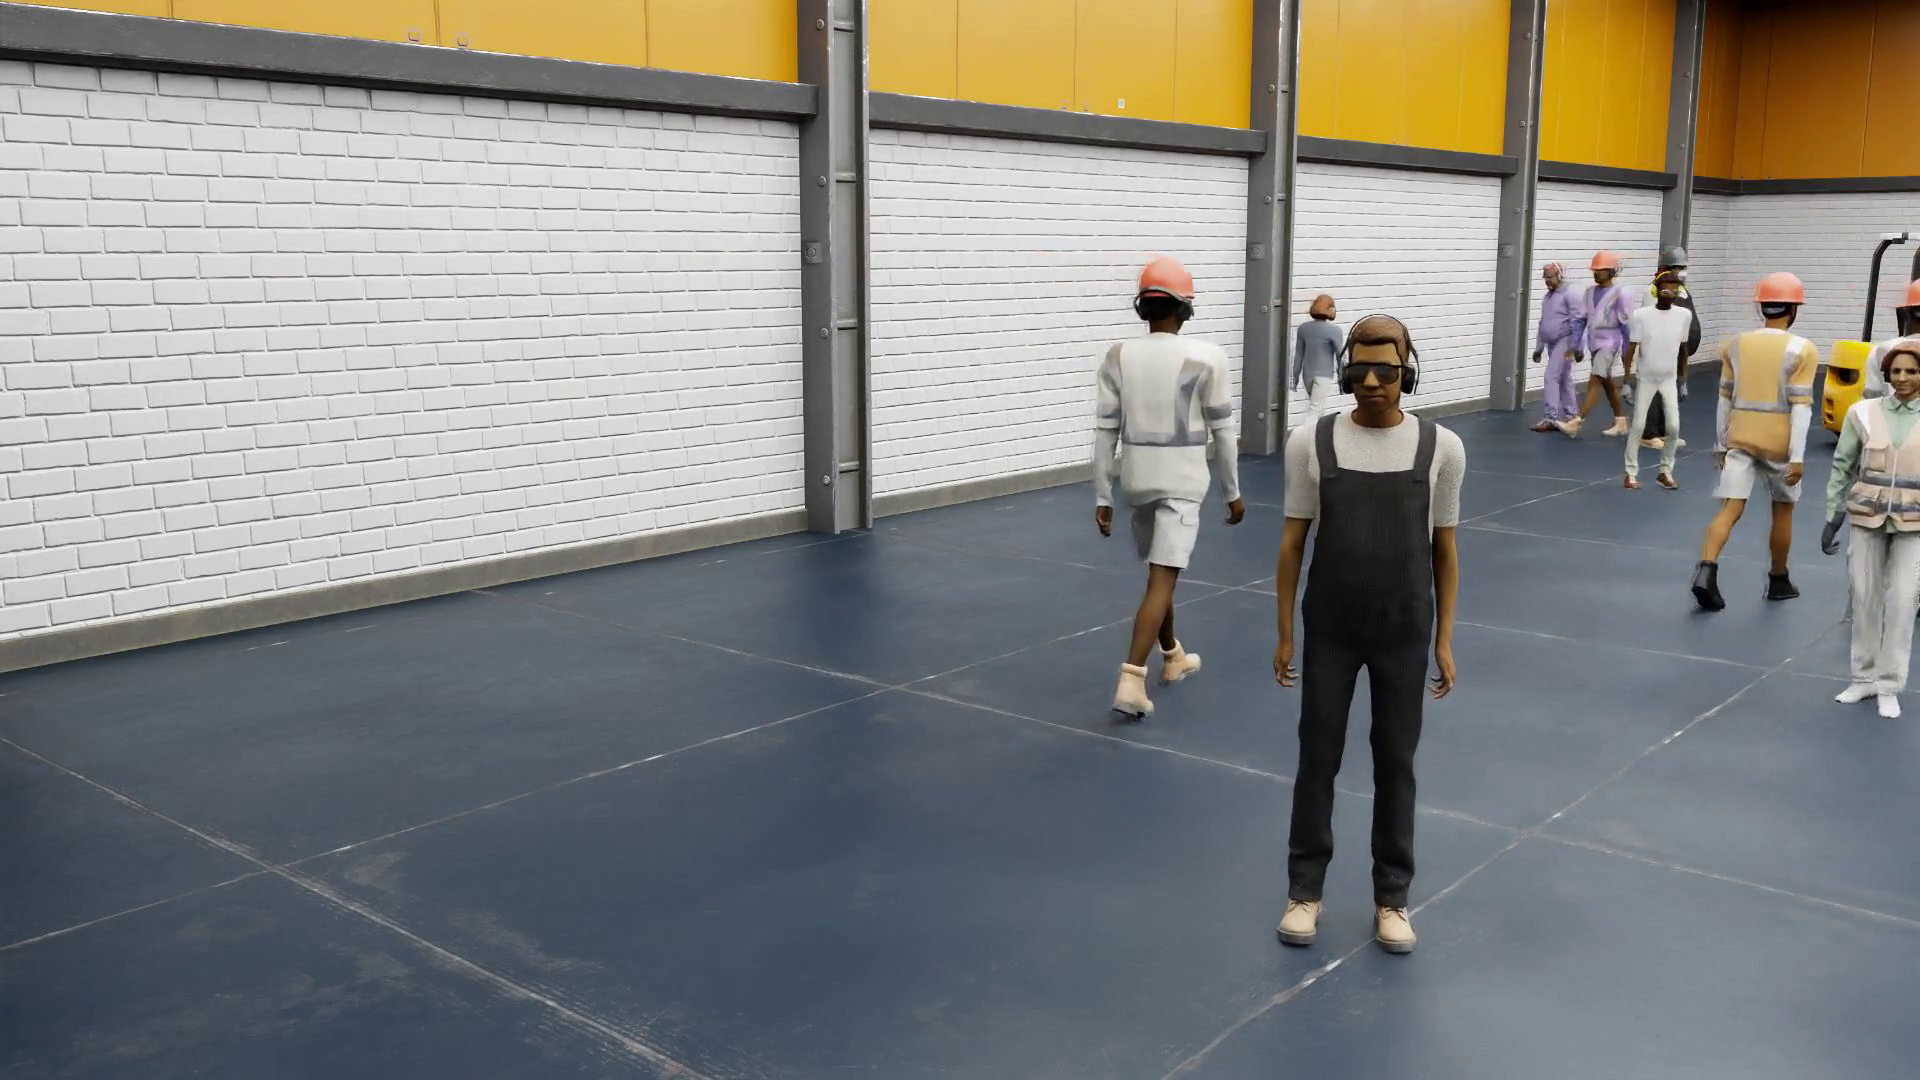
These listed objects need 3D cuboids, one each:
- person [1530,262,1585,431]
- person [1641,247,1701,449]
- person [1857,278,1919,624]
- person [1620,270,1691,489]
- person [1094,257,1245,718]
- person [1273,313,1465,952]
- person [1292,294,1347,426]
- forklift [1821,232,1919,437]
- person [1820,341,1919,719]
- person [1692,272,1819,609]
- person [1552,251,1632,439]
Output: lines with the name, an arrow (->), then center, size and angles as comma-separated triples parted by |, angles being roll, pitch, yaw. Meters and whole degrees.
person -> 6.573, -2.128, 18.418 | 0.746, 1.861, 0.666 | -1, 10, -5
person -> 7.225, -1.946, 16.884 | 0.683, 2.000, 0.538 | -10, 14, -43
person -> 5.092, -0.470, 8.924 | 0.556, 1.897, 0.960 | 9, 14, 43
person -> 5.818, -1.325, 13.923 | 0.563, 1.845, 0.436 | 1, 10, 7
person -> 0.888, -0.242, 7.354 | 0.613, 1.997, 1.061 | 7, 12, 34
person -> 1.169, 0.274, 4.799 | 0.516, 1.843, 0.326 | 2, 10, 12
person -> 3.454, -1.539, 15.845 | 0.869, 1.579, 0.524 | -8, 13, -39
forklift -> 9.955, -1.972, 16.595 | 2.313, 2.155, 1.214 | 1, 10, 8
person -> 4.077, -0.049, 7.266 | 0.538, 1.639, 0.354 | 8, 13, 40
person -> 4.490, -0.553, 9.370 | 0.943, 1.903, 0.557 | -8, 13, -38
person -> 6.777, -2.064, 17.691 | 1.082, 1.978, 0.613 | -3, 10, -17
